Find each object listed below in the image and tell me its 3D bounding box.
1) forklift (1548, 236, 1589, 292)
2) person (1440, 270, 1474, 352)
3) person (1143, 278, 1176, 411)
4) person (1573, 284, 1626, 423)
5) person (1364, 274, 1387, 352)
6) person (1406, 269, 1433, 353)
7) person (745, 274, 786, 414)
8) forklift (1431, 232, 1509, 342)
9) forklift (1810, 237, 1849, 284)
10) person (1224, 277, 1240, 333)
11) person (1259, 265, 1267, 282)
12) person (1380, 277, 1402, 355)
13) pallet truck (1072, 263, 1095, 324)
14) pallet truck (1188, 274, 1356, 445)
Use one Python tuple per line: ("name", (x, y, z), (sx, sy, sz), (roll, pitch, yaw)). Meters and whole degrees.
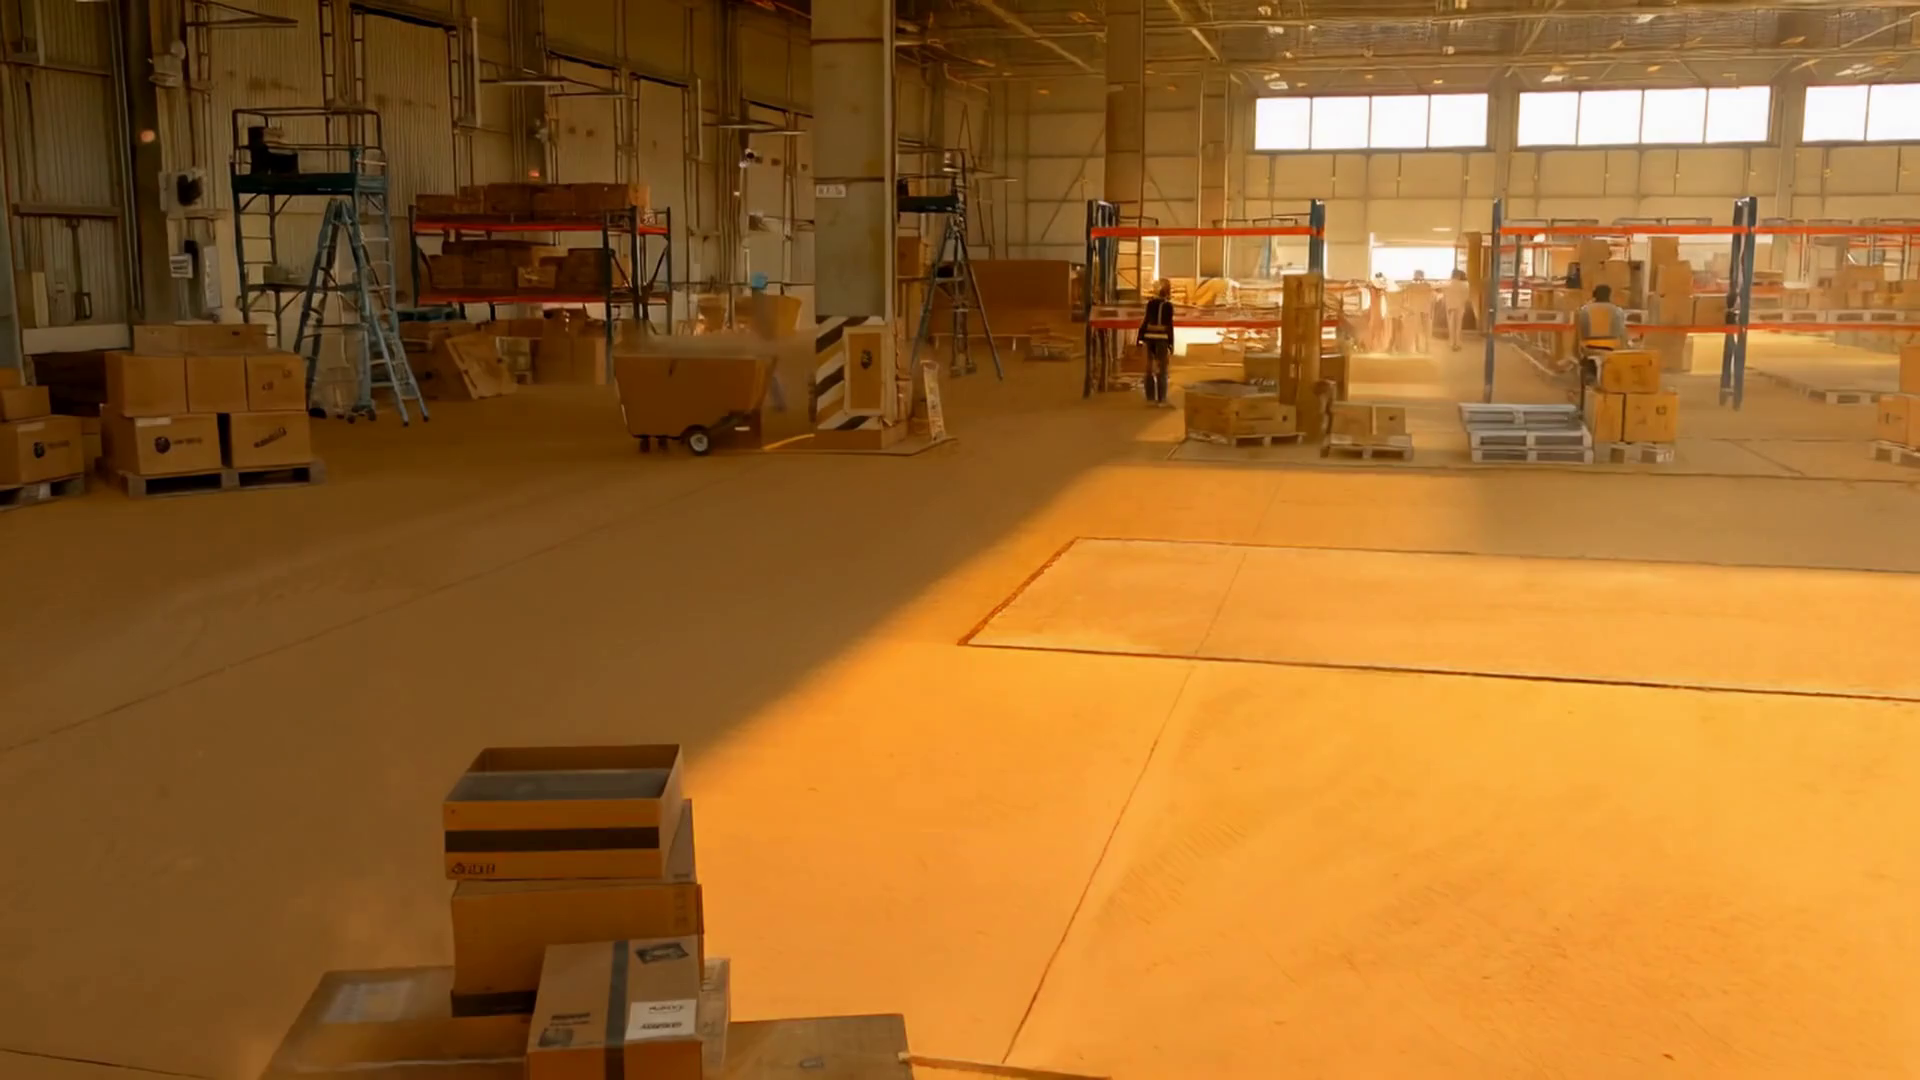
("forklift", (19.304, -8.073, 51.935), (1.873, 2.768, 1.129), (2, 10, 11))
("person", (11.510, -5.290, 38.509), (0.762, 1.871, 1.036), (3, 10, 19))
("person", (2.833, -2.769, 23.641), (0.359, 1.882, 0.575), (-6, 11, -31))
("person", (8.195, -2.357, 21.351), (0.623, 1.838, 0.430), (4, 10, 22))
("person", (9.610, -5.254, 38.495), (0.519, 1.818, 0.869), (-4, 11, -23))
("person", (10.469, -5.198, 37.875), (0.641, 1.903, 0.562), (-1, 10, -5))
("person", (-2.831, -2.679, 22.926), (0.988, 1.947, 0.641), (-4, 11, -24))
("forklift", (13.182, -6.527, 42.836), (1.873, 2.768, 1.129), (2, 10, 14))
("forklift", (27.372, -8.164, 52.473), (1.129, 2.768, 1.873), (2, 10, 14))
("person", (7.492, -6.405, 45.764), (0.517, 1.639, 0.313), (8, 12, 38))
("person", (10.628, -8.729, 58.665), (0.714, 1.902, 0.573), (-1, 10, -8))
("person", (9.660, -5.016, 37.290), (0.510, 1.730, 0.389), (-1, 10, -6))
("pallet truck", (4.325, -8.180, 55.162), (0.823, 1.965, 1.885), (6, 11, 31))
("pallet truck", (3.653, -2.138, 19.590), (1.885, 1.965, 0.823), (-4, 10, -20))
